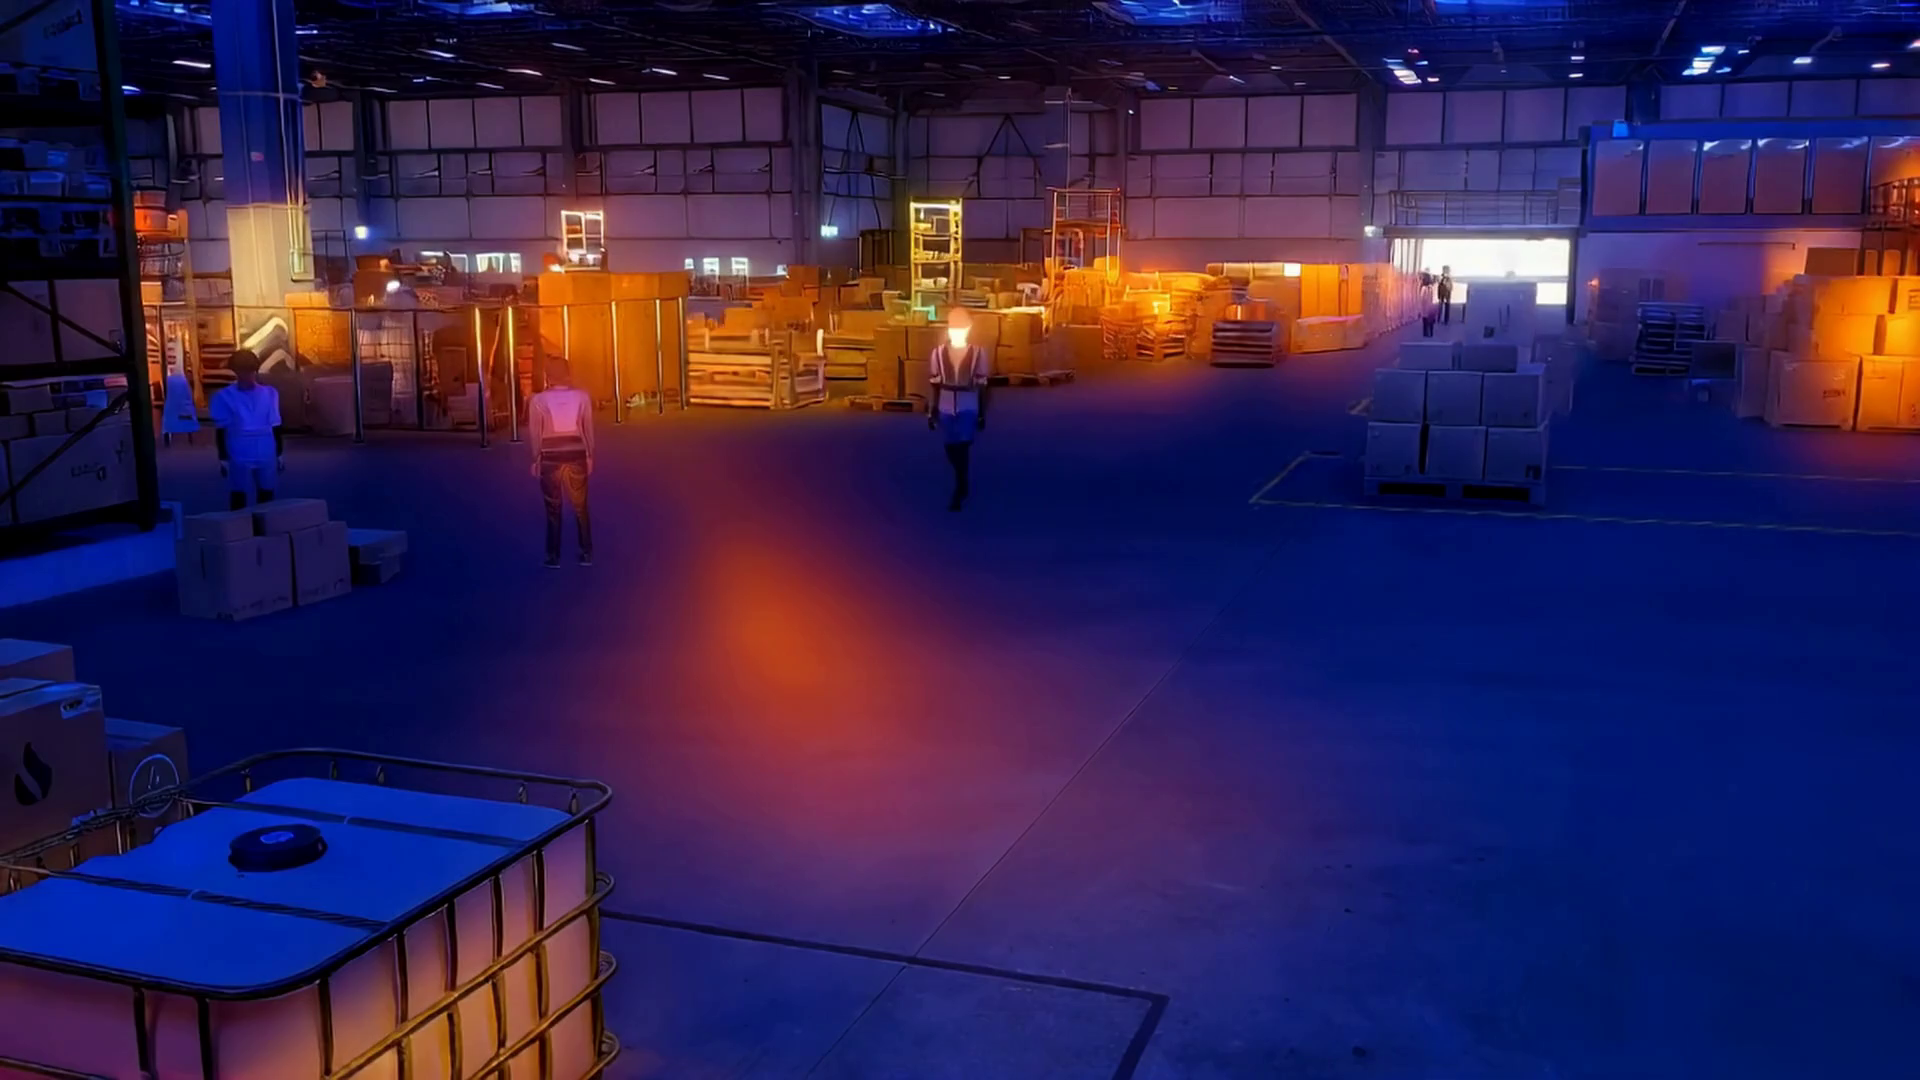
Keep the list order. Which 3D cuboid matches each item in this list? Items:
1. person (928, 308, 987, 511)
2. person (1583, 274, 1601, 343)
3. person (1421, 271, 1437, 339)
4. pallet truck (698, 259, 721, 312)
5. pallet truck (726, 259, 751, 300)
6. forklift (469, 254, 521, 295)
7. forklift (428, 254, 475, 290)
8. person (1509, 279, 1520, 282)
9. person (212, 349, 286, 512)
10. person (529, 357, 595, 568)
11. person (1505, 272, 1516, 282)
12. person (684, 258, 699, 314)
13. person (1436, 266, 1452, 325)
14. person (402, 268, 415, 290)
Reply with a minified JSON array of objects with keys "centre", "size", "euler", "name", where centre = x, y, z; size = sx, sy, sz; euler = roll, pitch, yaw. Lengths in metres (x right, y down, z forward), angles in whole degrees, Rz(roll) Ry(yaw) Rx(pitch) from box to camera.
[{"centre":[-0.004,-1.277,16.016],"size":[0.551,1.915,0.881],"euler":[2,10,13],"name":"person"},{"centre":[16.197,-5.915,42.520],"size":[0.325,1.767,0.533],"euler":[9,13,41],"name":"person"},{"centre":[10.744,-5.226,38.253],"size":[0.423,1.909,0.588],"euler":[4,11,23],"name":"person"},{"centre":[-9.165,-9.627,62.776],"size":[0.823,1.965,1.885],"euler":[4,11,23],"name":"pallet truck"},{"centre":[-7.986,-9.493,62.019],"size":[0.823,1.965,1.885],"euler":[3,11,17],"name":"pallet truck"},{"centre":[-17.990,-10.121,64.684],"size":[1.157,1.987,2.680],"euler":[3,11,17],"name":"forklift"},{"centre":[-20.133,-10.254,65.465],"size":[1.157,1.987,2.680],"euler":[3,11,19],"name":"forklift"},{"centre":[9.510,-3.549,28.769],"size":[0.787,1.906,0.576],"euler":[-6,11,-28],"name":"person"},{"centre":[-5.558,-0.645,13.037],"size":[0.316,1.695,0.541],"euler":[10,14,43],"name":"person"},{"centre":[-3.088,-0.599,12.940],"size":[0.522,1.640,0.306],"euler":[-6,12,-31],"name":"person"},{"centre":[11.854,-4.816,35.897],"size":[1.015,1.911,0.630],"euler":[-5,11,-25],"name":"person"},{"centre":[-9.302,-8.707,57.468],"size":[0.615,2.040,0.391],"euler":[-8,13,-39],"name":"person"},{"centre":[15.219,-7.683,52.254],"size":[0.517,1.843,0.325],"euler":[8,13,38],"name":"person"},{"centre":[-18.855,-8.502,56.799],"size":[0.886,1.872,0.641],"euler":[4,11,19],"name":"person"}]
